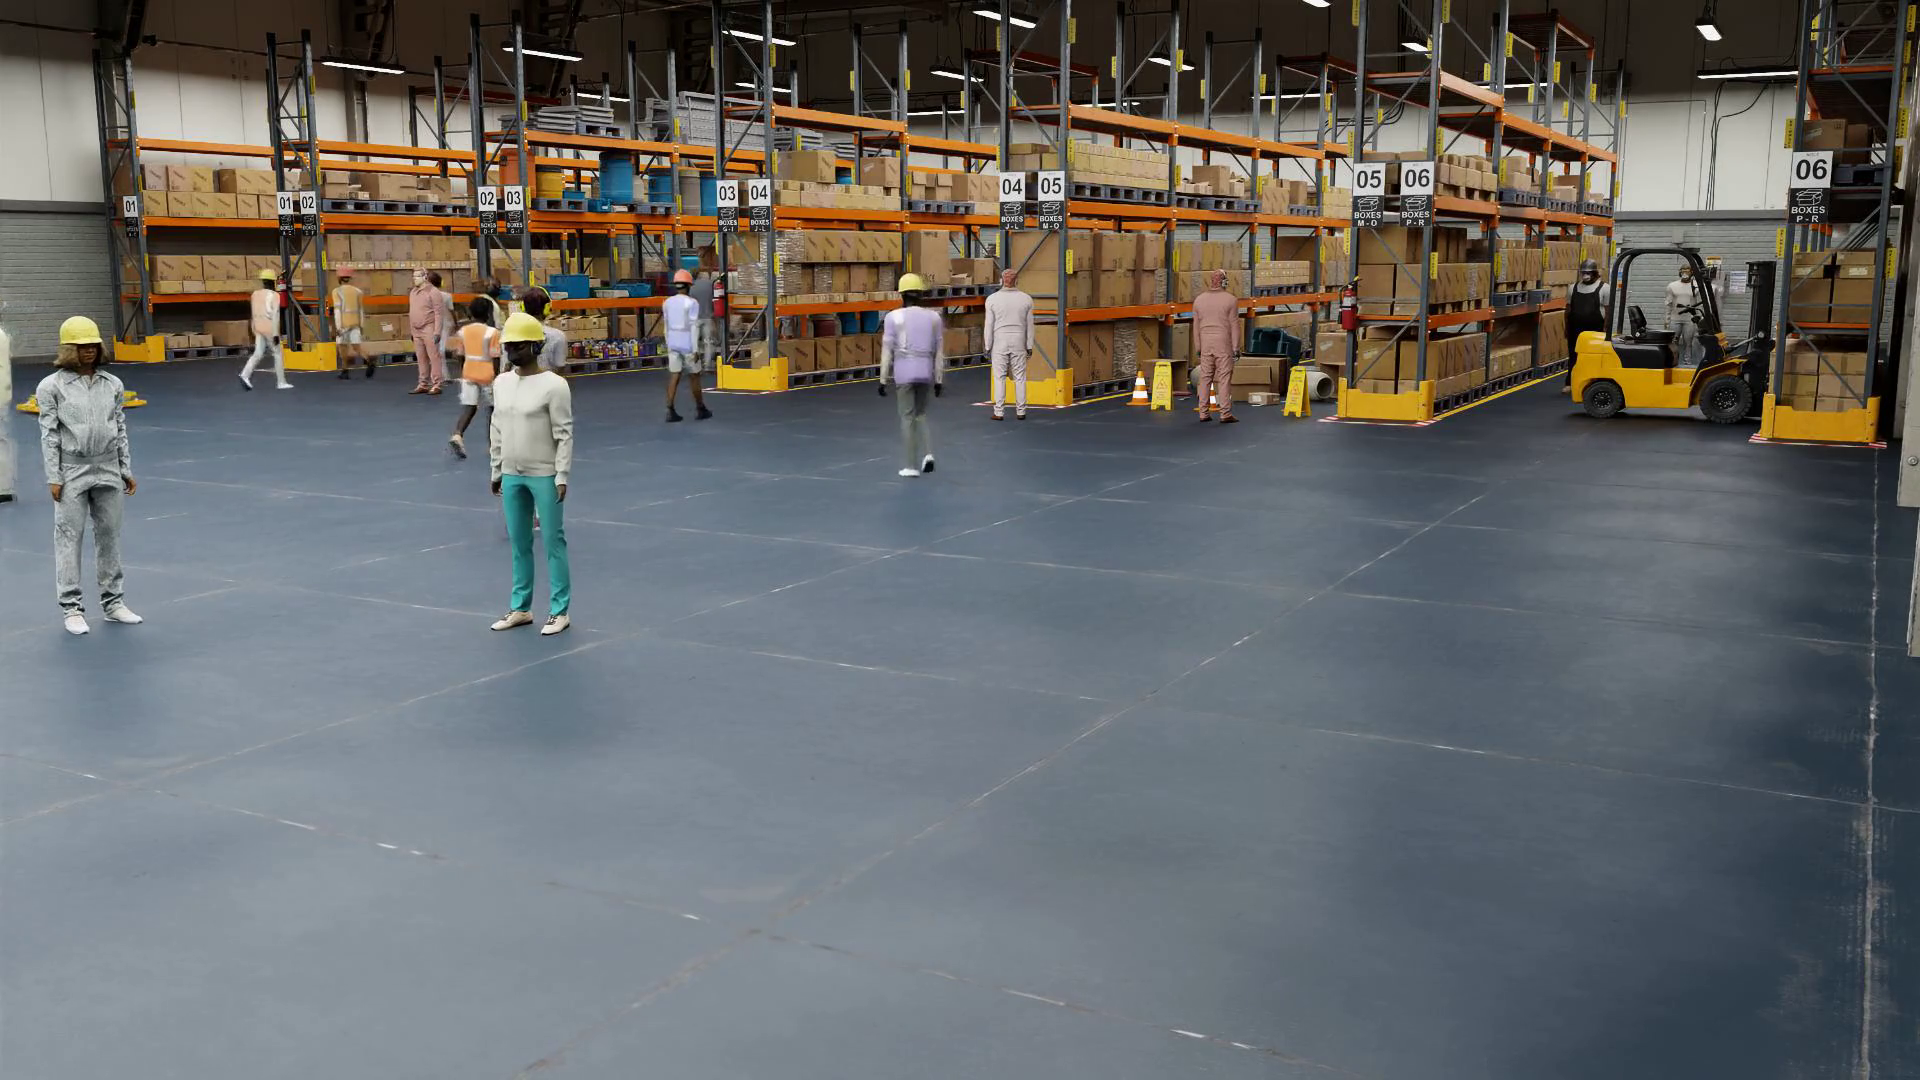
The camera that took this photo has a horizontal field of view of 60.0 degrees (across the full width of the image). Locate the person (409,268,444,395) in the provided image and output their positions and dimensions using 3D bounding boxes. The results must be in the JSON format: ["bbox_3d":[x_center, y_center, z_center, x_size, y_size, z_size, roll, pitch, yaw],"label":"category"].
[{"bbox_3d":[-8.027,-3.122,24.929,0.643,1.902,0.399,6,12,33],"label":"person"}]

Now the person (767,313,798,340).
[{"bbox_3d":[-3.147,-3.968,29.463,0.607,2.044,0.372,2,10,13],"label":"person"}]

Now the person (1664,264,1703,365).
[{"bbox_3d":[12.387,-3.751,28.498,0.632,1.940,0.372,5,11,28],"label":"person"}]

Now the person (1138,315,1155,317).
[{"bbox_3d":[3.637,-4.714,33.994,0.628,1.987,1.077,5,11,26],"label":"person"}]

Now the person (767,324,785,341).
[{"bbox_3d":[-3.555,-4.389,32.610,0.633,1.815,0.799,6,11,30],"label":"person"}]

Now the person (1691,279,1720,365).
[{"bbox_3d":[13.515,-4.001,30.298,0.593,1.824,1.031,2,10,13],"label":"person"}]

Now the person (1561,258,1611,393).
[{"bbox_3d":[9.416,-3.208,25.020,0.684,2.000,0.535,8,12,37],"label":"person"}]

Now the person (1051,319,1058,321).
[{"bbox_3d":[1.960,-4.089,30.884,0.634,1.812,0.850,5,11,25],"label":"person"}]

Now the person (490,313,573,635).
[{"bbox_3d":[-2.364,-0.358,9.138,0.524,1.770,0.315,4,11,24],"label":"person"}]

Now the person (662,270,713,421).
[{"bbox_3d":[-3.475,-2.444,20.961,0.564,1.903,0.819,5,11,25],"label":"person"}]

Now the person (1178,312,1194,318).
[{"bbox_3d":[4.696,-4.501,33.750,0.564,1.635,0.922,2,10,14],"label":"person"}]

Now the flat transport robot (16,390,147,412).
[{"bbox_3d":[-11.856,-1.888,22.467,0.652,0.197,1.431,7,12,34],"label":"flat transport robot"}]

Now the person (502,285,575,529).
[{"bbox_3d":[-3.218,-1.006,12.676,0.549,1.852,0.432,0,10,1],"label":"person"}]

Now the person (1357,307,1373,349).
[{"bbox_3d":[8.901,-5.062,36.417,0.510,1.860,0.333,2,10,12],"label":"person"}]

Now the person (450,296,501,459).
[{"bbox_3d":[-4.940,-1.661,17.044,0.534,1.670,0.782,3,10,17],"label":"person"}]

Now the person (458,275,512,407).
[{"bbox_3d":[-6.316,-2.644,22.375,0.822,1.818,0.636,0,10,-1],"label":"person"}]

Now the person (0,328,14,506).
[{"bbox_3d":[-8.065,-1.166,13.706,0.624,1.815,0.459,6,11,32],"label":"person"}]

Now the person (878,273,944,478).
[{"bbox_3d":[-0.462,-1.538,15.638,0.605,1.912,0.433,-6,11,-31],"label":"person"}]

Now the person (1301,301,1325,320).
[{"bbox_3d":[8.283,-5.530,38.821,0.609,1.965,0.649,-10,14,-44],"label":"person"}]

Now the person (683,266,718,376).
[{"bbox_3d":[-4.493,-3.766,28.739,0.720,1.900,0.381,-7,12,-34],"label":"person"}]

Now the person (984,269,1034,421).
[{"bbox_3d":[0.609,-2.462,21.049,0.651,1.906,0.403,-2,10,-13],"label":"person"}]

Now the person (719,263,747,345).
[{"bbox_3d":[-5.198,-5.349,37.923,0.623,1.917,0.852,9,13,41],"label":"person"}]

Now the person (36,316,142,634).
[{"bbox_3d":[-4.825,-0.364,9.237,0.297,1.745,0.484,6,12,33],"label":"person"}]

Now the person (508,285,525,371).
[{"bbox_3d":[-7.162,-3.312,26.882,0.514,1.603,0.735,5,11,25],"label":"person"}]

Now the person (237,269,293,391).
[{"bbox_3d":[-10.808,-3.250,25.744,0.597,1.892,0.901,4,10,22],"label":"person"}]

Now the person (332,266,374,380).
[{"bbox_3d":[-10.178,-3.619,27.826,0.749,1.917,0.552,7,12,34],"label":"person"}]

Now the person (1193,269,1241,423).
[{"bbox_3d":[3.221,-2.409,20.737,0.642,1.909,0.409,7,12,37],"label":"person"}]

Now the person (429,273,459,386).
[{"bbox_3d":[-8.246,-3.303,26.310,0.527,1.819,1.026,1,10,6],"label":"person"}]
